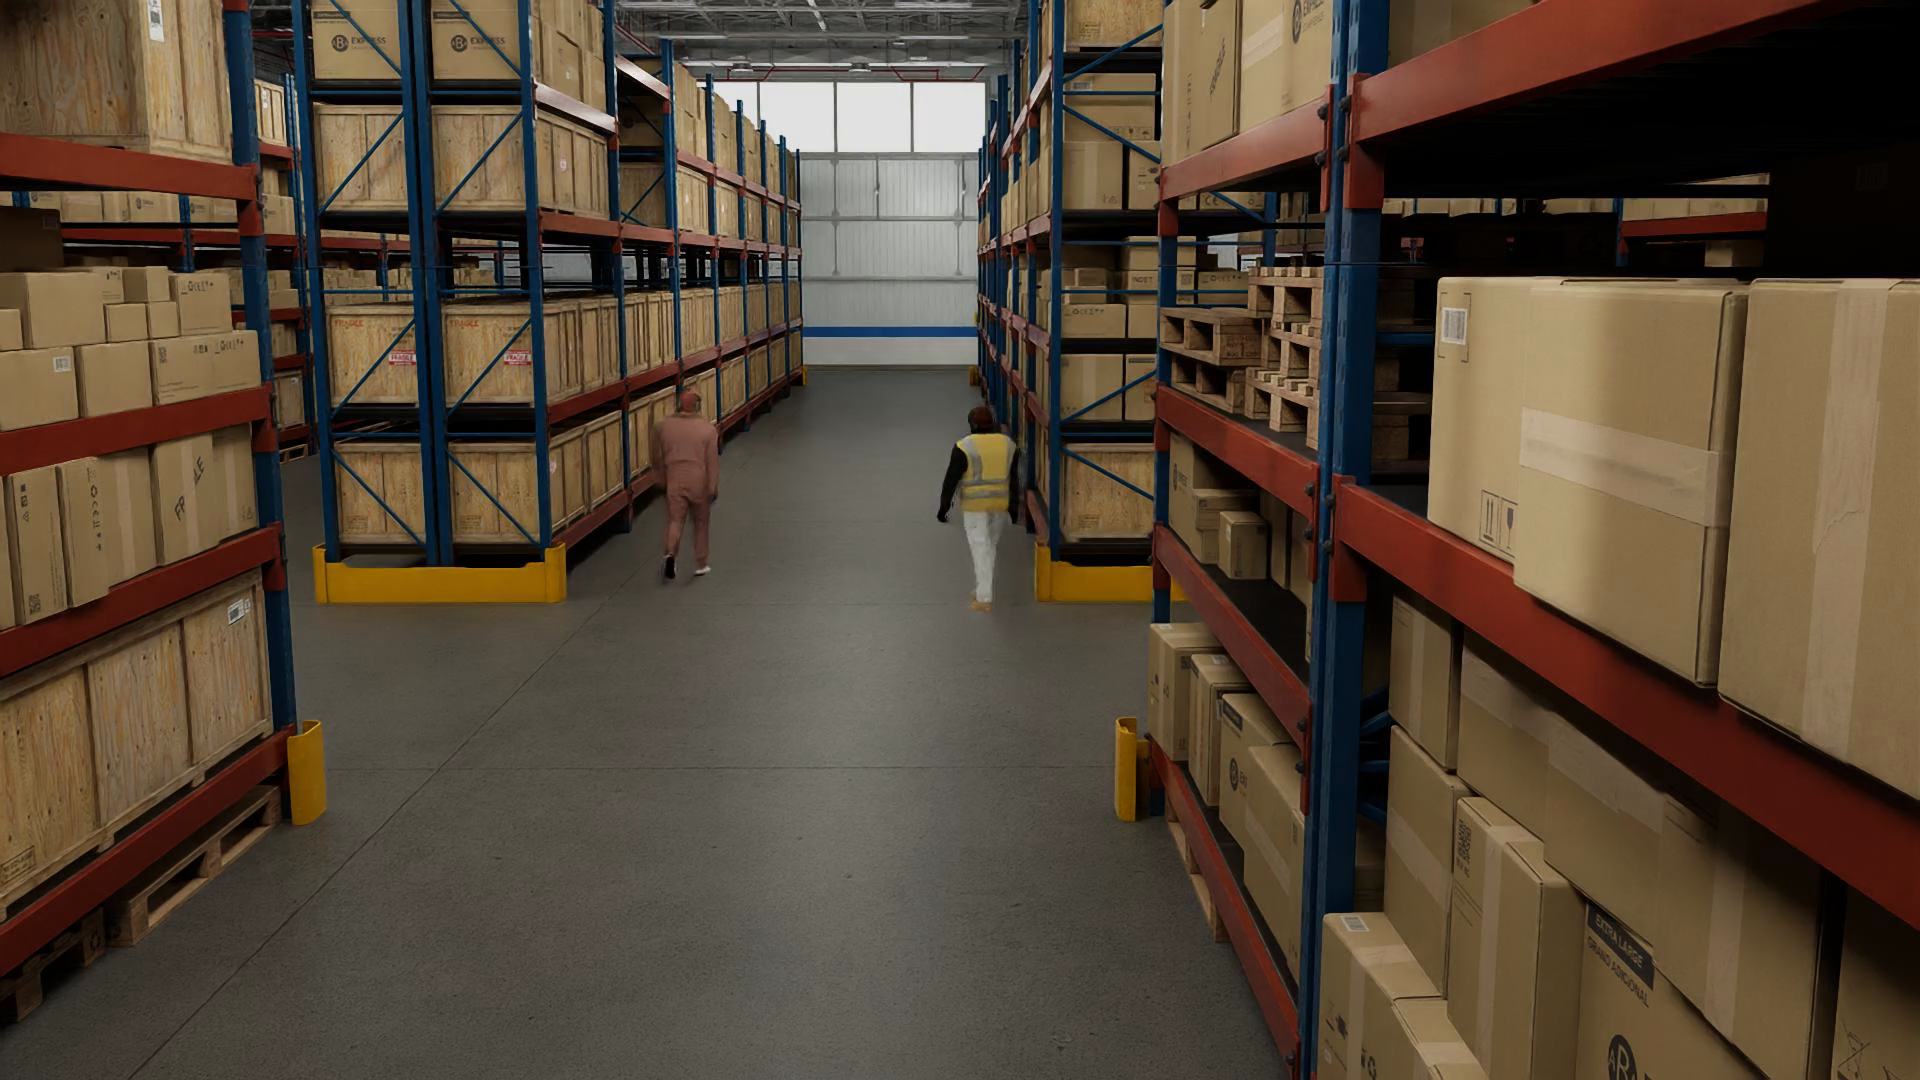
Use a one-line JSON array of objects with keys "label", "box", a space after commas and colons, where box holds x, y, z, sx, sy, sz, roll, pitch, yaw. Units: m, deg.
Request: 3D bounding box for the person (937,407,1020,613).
[{"label": "person", "box": [0.161, -0.283, 14.880, 0.676, 1.800, 0.783, -5, 11, -30]}]

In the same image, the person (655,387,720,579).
[{"label": "person", "box": [-2.658, -0.546, 16.249, 0.651, 1.885, 0.703, 1, 9, 4]}]
